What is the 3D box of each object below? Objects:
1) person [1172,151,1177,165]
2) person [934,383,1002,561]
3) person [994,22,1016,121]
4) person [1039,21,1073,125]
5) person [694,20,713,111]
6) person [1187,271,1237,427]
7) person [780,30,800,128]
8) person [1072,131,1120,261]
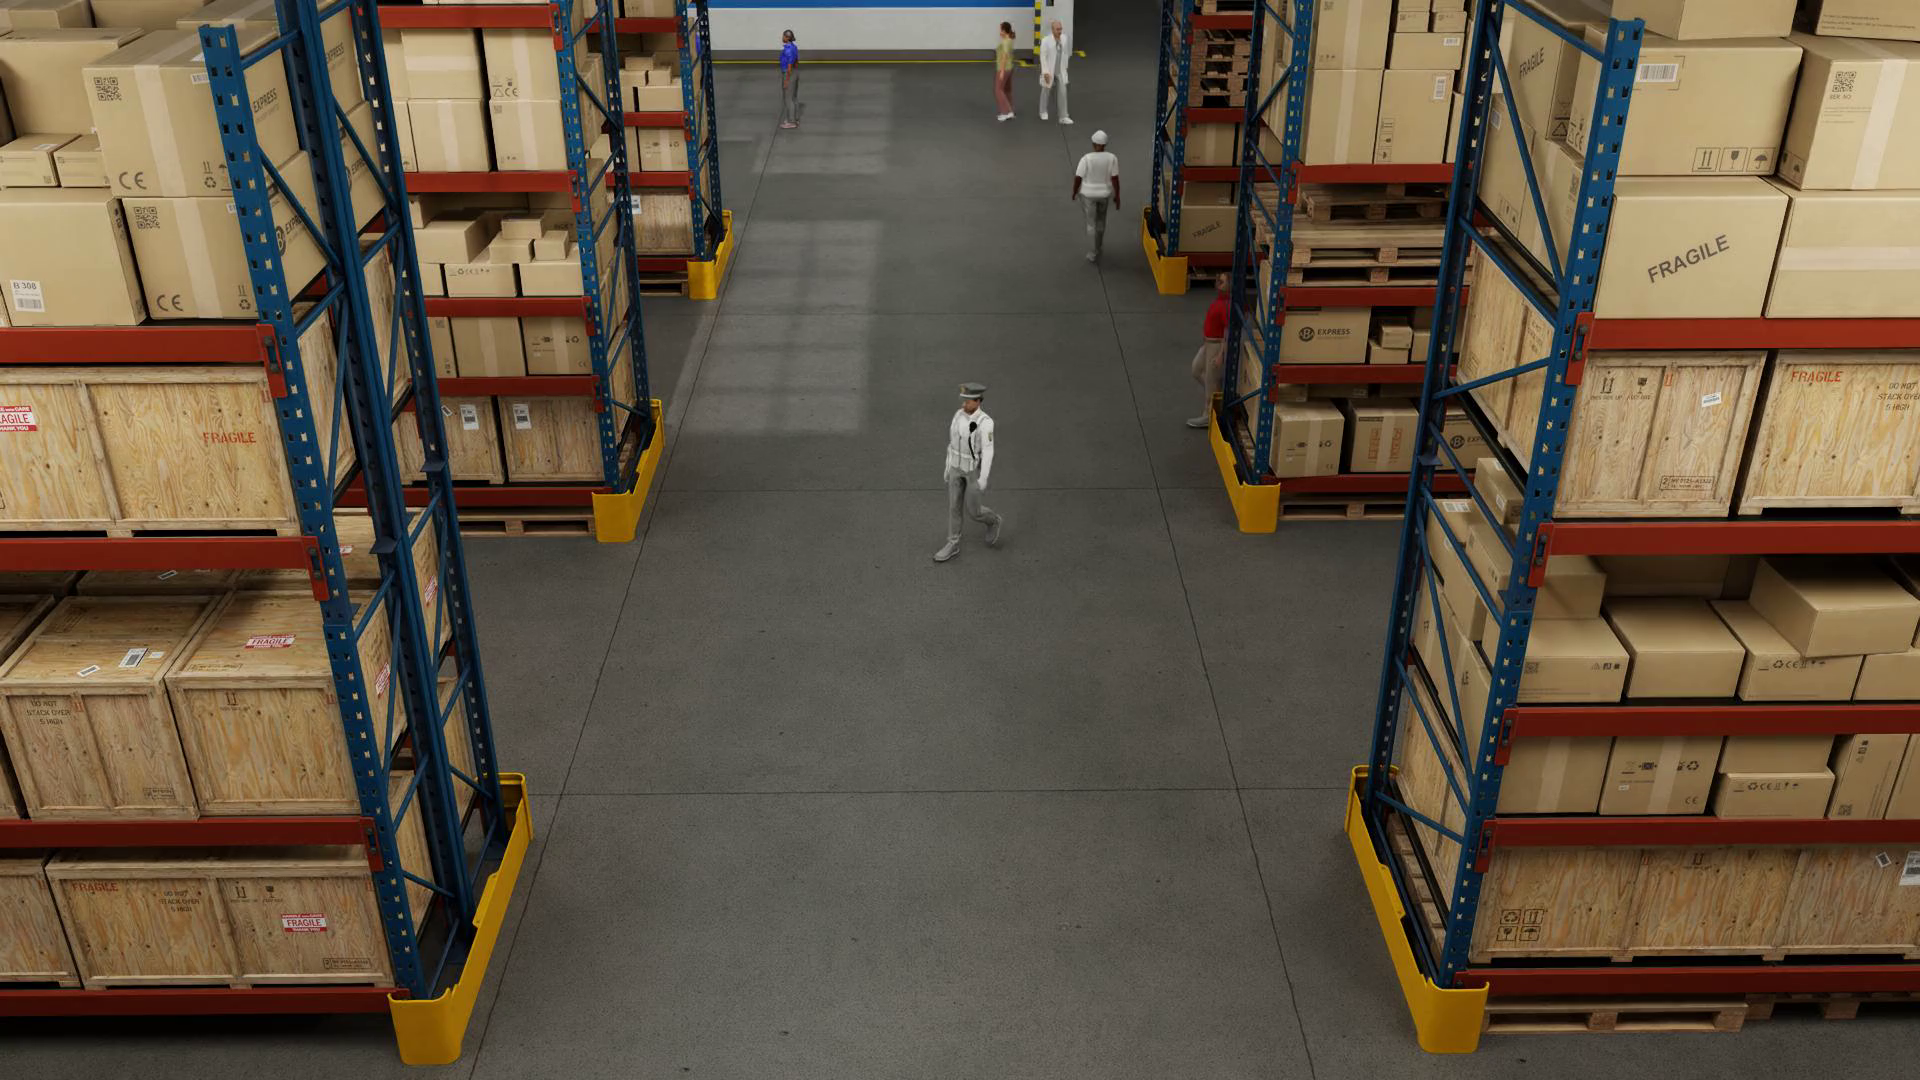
[{"bbox_3d":[3.421,-5.959,25.078,0.513,1.635,0.999,16,32,27],"label":"person"},{"bbox_3d":[0.073,-0.633,15.166,0.501,1.662,0.701,22,35,35],"label":"person"},{"bbox_3d":[0.817,-8.298,29.471,0.374,1.692,0.561,8,29,15],"label":"person"},{"bbox_3d":[1.663,-8.201,29.124,0.612,1.751,0.942,-10,30,-18],"label":"person"},{"bbox_3d":[-4.645,-8.454,29.732,0.467,1.661,0.424,9,29,15],"label":"person"},{"bbox_3d":[2.725,-2.034,17.715,0.512,1.728,0.545,1,28,1],"label":"person"},{"bbox_3d":[-2.991,-8.049,28.993,0.342,1.658,0.438,5,29,9],"label":"person"},{"bbox_3d":[1.832,-4.750,22.715,0.616,1.749,0.796,-5,29,-10],"label":"person"}]
